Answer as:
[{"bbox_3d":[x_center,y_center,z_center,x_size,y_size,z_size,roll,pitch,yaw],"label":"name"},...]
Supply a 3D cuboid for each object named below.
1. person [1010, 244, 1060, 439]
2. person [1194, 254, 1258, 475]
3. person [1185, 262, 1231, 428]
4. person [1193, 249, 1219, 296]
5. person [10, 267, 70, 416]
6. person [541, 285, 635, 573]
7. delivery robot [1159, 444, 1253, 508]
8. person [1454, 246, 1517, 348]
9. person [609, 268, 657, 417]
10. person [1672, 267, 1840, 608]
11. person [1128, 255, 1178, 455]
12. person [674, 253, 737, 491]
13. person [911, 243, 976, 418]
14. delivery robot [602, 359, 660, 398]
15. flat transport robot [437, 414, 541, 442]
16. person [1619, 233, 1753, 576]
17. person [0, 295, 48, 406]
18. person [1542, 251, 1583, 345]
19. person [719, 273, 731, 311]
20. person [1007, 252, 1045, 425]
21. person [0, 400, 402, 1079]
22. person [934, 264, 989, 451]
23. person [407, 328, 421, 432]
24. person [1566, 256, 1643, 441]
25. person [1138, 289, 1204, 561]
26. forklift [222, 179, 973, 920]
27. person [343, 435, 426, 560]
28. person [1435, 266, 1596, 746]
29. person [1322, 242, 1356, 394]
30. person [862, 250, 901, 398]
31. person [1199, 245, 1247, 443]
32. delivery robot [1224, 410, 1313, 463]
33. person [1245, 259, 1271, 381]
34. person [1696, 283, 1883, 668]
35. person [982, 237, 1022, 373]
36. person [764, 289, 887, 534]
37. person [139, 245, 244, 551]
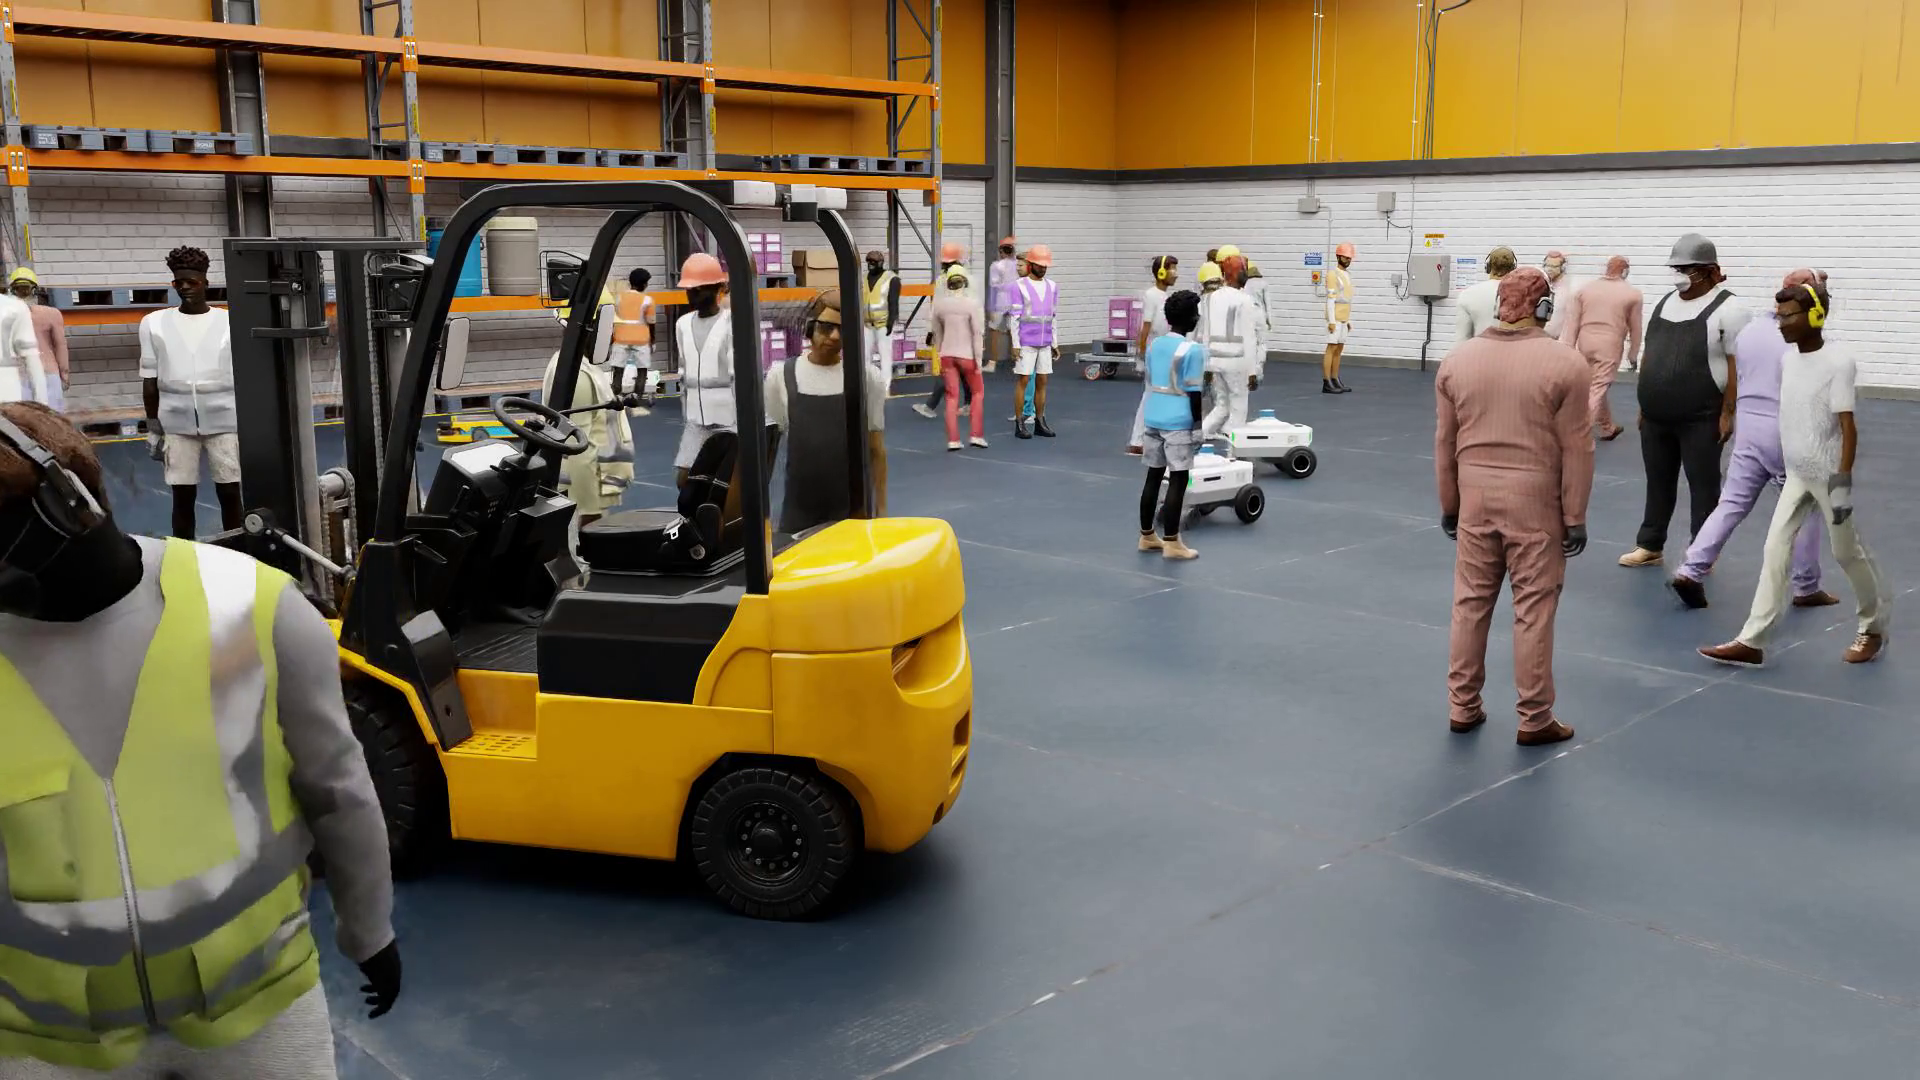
[{"bbox_3d":[0.764,-1.979,16.634,0.543,1.932,0.370,-6,12,-30],"label":"person"},{"bbox_3d":[2.228,-1.446,13.891,0.566,1.868,0.592,-5,12,-26],"label":"person"},{"bbox_3d":[2.260,-1.568,14.785,0.591,1.798,0.866,-2,11,-13],"label":"person"},{"bbox_3d":[3.711,-3.348,24.398,0.628,1.828,0.442,-2,11,-13],"label":"person"},{"bbox_3d":[-7.616,-1.352,13.683,0.524,1.763,0.324,-5,12,-26],"label":"person"},{"bbox_3d":[-1.610,-0.200,7.216,0.404,1.828,0.591,-2,11,-13],"label":"person"},{"bbox_3d":[1.727,-0.430,11.689,0.707,0.478,0.477,-9,13,-40],"label":"delivery robot"},{"bbox_3d":[4.198,-1.327,13.058,0.636,1.938,0.358,3,11,15],"label":"person"},{"bbox_3d":[-3.736,-2.197,18.577,0.727,1.659,0.320,0,10,1],"label":"person"},{"bbox_3d":[4.346,-0.530,8.954,0.987,1.866,0.645,-4,11,-23],"label":"person"},{"bbox_3d":[1.910,-1.646,15.082,0.833,1.836,0.565,4,11,21],"label":"person"},{"bbox_3d":[-1.460,-0.711,9.756,0.550,1.920,0.411,6,12,28],"label":"person"},{"bbox_3d":[-0.156,-2.308,18.421,1.026,1.922,0.676,-6,12,-30],"label":"person"},{"bbox_3d":[-3.911,-1.891,19.655,0.707,0.478,0.477,-2,11,-13],"label":"delivery robot"},{"bbox_3d":[-4.448,-1.127,16.519,1.431,0.197,0.652,-3,11,-18],"label":"flat transport robot"},{"bbox_3d":[4.298,-0.800,9.907,0.535,2.000,0.684,-6,12,-29],"label":"person"},{"bbox_3d":[-6.123,-0.888,10.525,0.715,2.006,0.553,-6,12,-31],"label":"person"},{"bbox_3d":[5.979,-1.991,16.913,1.018,1.849,0.646,-10,14,-44],"label":"person"},{"bbox_3d":[-2.457,-2.032,17.755,0.318,1.630,0.512,-2,11,-13],"label":"person"},{"bbox_3d":[0.763,-2.164,17.880,0.374,1.841,0.574,-5,11,-25],"label":"person"},{"bbox_3d":[-1.131,0.683,2.495,0.786,1.806,0.433,-5,11,-25],"label":"person"},{"bbox_3d":[0.004,-1.719,15.706,0.540,1.743,0.511,5,12,27],"label":"person"},{"bbox_3d":[-5.749,-1.895,16.989,0.507,1.631,0.271,-9,14,-40],"label":"person"},{"bbox_3d":[6.227,-1.823,16.096,1.040,1.826,0.646,-10,14,-42],"label":"person"},{"bbox_3d":[1.335,-0.719,10.434,0.324,1.689,0.536,-5,11,-25],"label":"person"},{"bbox_3d":[-1.114,-0.058,5.440,2.313,2.155,1.214,2,11,13],"label":"forklift"},{"bbox_3d":[-3.627,-0.676,10.439,0.852,1.593,0.515,-5,12,-26],"label":"person"},{"bbox_3d":[2.219,-0.133,6.652,0.638,1.903,0.408,9,14,42],"label":"person"},{"bbox_3d":[4.888,-2.848,21.367,0.376,1.934,0.546,8,13,38],"label":"person"},{"bbox_3d":[-1.029,-2.662,20.628,0.645,1.832,0.485,5,12,27],"label":"person"},{"bbox_3d":[2.589,-1.911,16.278,0.370,1.927,0.588,-10,14,-42],"label":"person"},{"bbox_3d":[2.586,-0.853,13.997,0.707,0.478,0.477,0,10,-3],"label":"delivery robot"},{"bbox_3d":[3.984,-2.975,22.722,0.526,1.701,0.567,3,11,15],"label":"person"},{"bbox_3d":[4.017,-0.283,7.763,0.997,1.805,0.639,-2,11,-12],"label":"person"},{"bbox_3d":[0.665,-3.445,24.498,0.665,2.001,0.632,-9,14,-41],"label":"person"},{"bbox_3d":[-0.607,-0.153,7.039,0.634,1.810,0.458,0,10,1],"label":"person"},{"bbox_3d":[-4.218,-0.643,9.253,0.603,1.966,0.368,-3,11,-17],"label":"person"}]
